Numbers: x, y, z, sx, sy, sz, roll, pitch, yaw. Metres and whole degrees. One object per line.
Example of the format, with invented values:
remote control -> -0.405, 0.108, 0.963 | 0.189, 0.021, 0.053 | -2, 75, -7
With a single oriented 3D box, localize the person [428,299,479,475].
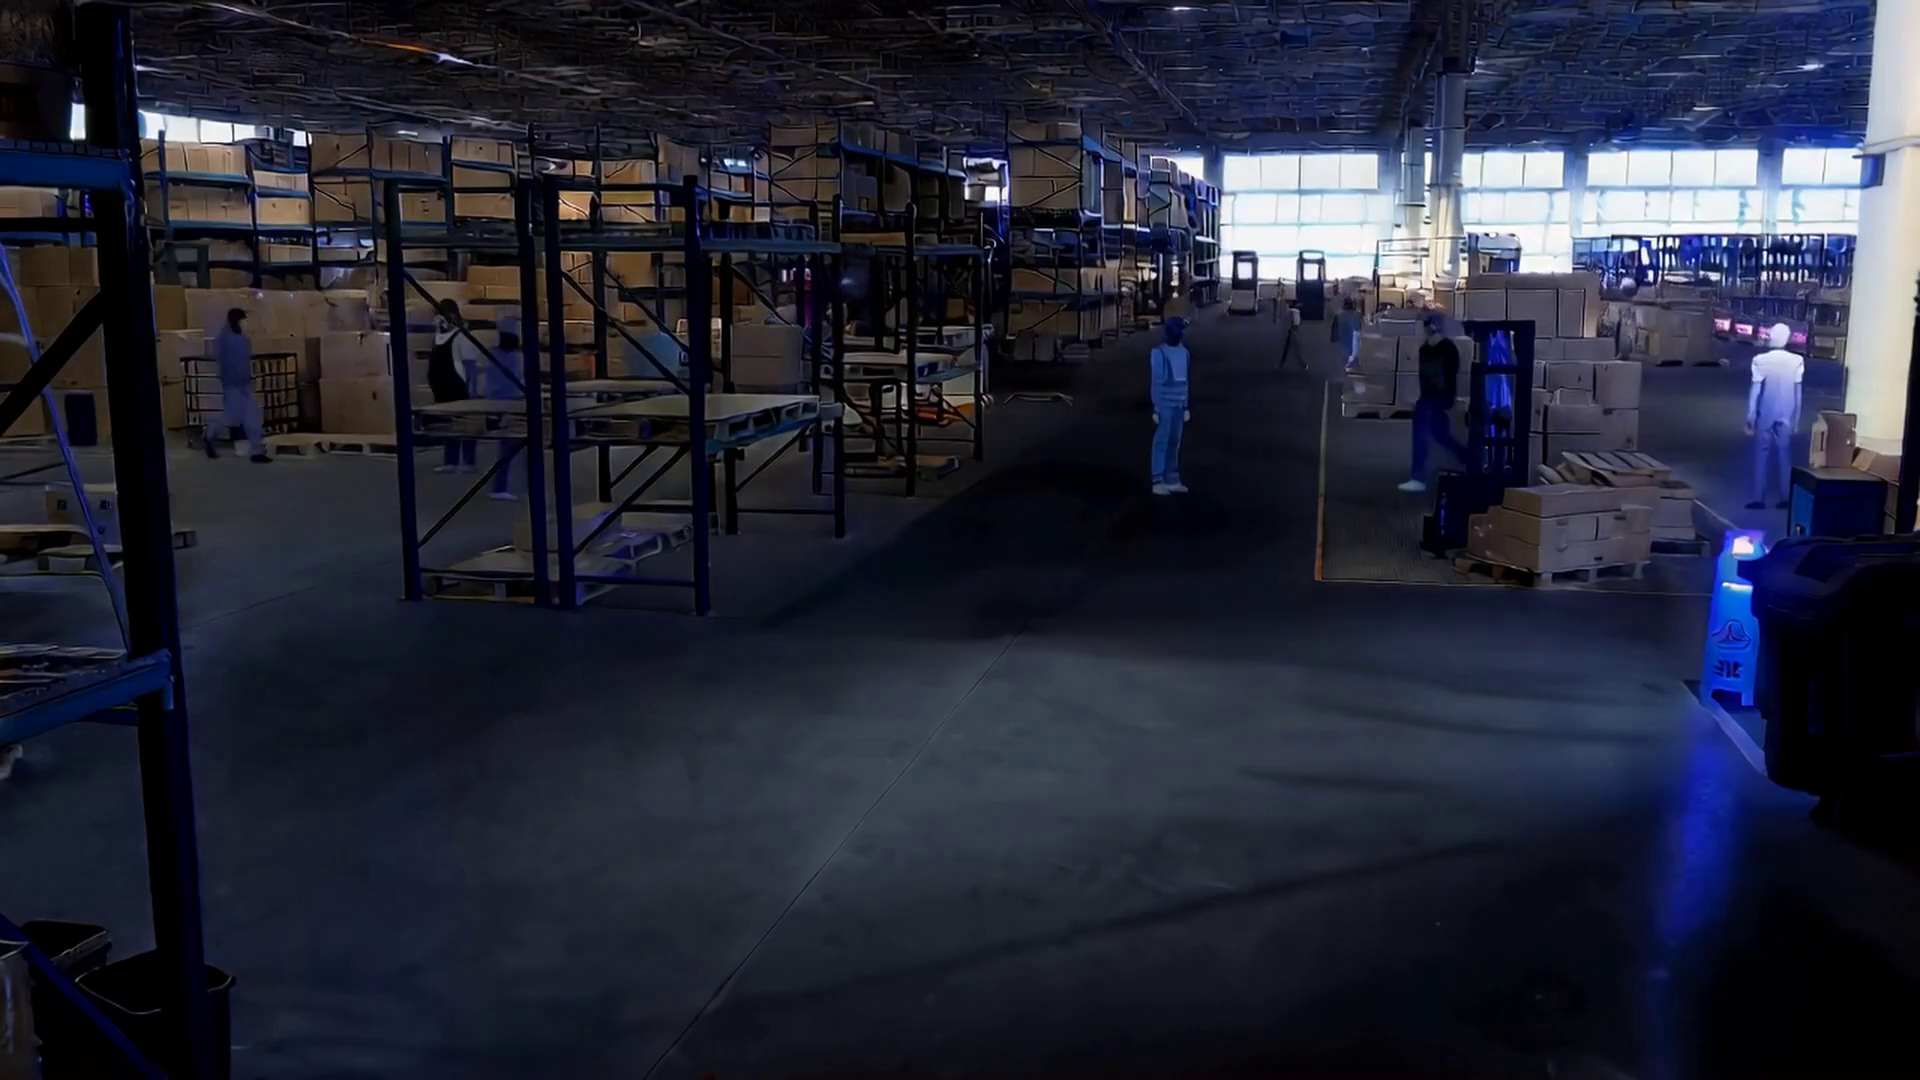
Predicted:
person -> -5.832, -1.764, 19.132 | 0.706, 2.000, 0.535 | 9, 13, 42

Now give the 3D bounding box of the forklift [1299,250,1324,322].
forklift -> 13.778, -10.002, 65.433 | 1.129, 2.768, 1.873 | 2, 10, 12

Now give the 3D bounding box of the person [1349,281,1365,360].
person -> 9.726, -5.379, 40.844 | 0.357, 1.938, 0.543 | 2, 10, 14

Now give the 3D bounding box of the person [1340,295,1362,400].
person -> 7.012, -3.383, 29.278 | 0.722, 1.847, 0.565 | -3, 10, -18

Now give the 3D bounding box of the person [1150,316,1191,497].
person -> 2.219, -1.402, 17.461 | 0.356, 1.883, 0.573 | 9, 13, 43

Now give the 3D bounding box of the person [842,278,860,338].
person -> -2.814, -5.532, 41.576 | 0.619, 1.997, 0.373 | -3, 10, -16

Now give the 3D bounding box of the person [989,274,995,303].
person -> 1.825, -14.404, 94.143 | 0.608, 1.986, 0.391 | 1, 10, 9

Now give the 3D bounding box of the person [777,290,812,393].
person -> -2.969, -3.537, 30.005 | 0.644, 1.918, 0.421 | 2, 10, 11

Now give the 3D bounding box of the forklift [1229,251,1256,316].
forklift -> 12.249, -11.082, 71.829 | 1.129, 2.768, 1.873 | 2, 10, 12

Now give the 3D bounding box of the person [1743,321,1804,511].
person -> 7.991, -1.208, 16.350 | 0.535, 1.868, 0.309 | 1, 10, 4

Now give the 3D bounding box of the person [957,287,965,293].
person -> -0.017, -8.722, 60.928 | 0.633, 1.841, 0.429 | 4, 11, 24

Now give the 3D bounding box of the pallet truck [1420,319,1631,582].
pallet truck -> 4.543, -0.757, 13.299 | 0.823, 1.965, 1.885 | -4, 10, -22

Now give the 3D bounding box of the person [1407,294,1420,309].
person -> 11.197, -5.308, 41.407 | 0.633, 1.607, 0.499 | 9, 13, 43

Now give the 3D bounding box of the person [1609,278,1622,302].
person -> 25.999, -9.515, 65.977 | 0.922, 1.720, 0.540 | 1, 10, 4

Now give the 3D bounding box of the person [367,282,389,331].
person -> -14.585, -5.529, 41.822 | 0.588, 1.911, 0.401 | -5, 11, -27

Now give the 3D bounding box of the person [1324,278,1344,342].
person -> 11.219, -6.896, 49.888 | 0.579, 1.912, 0.750 | 3, 10, 15

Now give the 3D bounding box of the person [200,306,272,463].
person -> -8.833, -1.878, 20.201 | 0.844, 1.920, 0.632 | 3, 10, 16

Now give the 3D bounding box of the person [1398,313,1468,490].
person -> 5.162, -1.472, 17.810 | 0.847, 1.912, 0.636 | -3, 10, -17

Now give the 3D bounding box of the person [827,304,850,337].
person -> -2.962, -5.187, 40.441 | 0.569, 1.698, 0.446 | -4, 10, -22

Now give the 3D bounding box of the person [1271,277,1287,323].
person -> 12.351, -9.248, 64.185 | 0.592, 1.786, 0.764 | -1, 10, -9

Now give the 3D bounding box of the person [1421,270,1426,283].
person -> 22.173, -12.050, 80.275 | 0.953, 1.965, 0.601 | 1, 10, 5

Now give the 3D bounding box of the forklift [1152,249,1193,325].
forklift -> 7.646, -9.320, 61.395 | 1.873, 2.768, 1.129 | 2, 10, 11

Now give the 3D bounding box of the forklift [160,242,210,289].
forklift -> -16.064, -4.809, 34.686 | 1.129, 2.768, 1.873 | 2, 10, 12

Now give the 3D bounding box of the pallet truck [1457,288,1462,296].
pallet truck -> 20.506, -9.785, 68.819 | 0.653, 1.274, 1.630 | 2, 10, 12

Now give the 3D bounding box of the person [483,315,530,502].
person -> -4.487, -1.321, 16.910 | 0.807, 1.897, 0.620 | 3, 10, 18

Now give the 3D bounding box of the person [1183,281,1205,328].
person -> 8.481, -8.526, 60.174 | 0.925, 1.705, 0.616 | -2, 10, -14

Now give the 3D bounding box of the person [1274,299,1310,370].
person -> 7.484, -4.597, 37.218 | 0.520, 1.596, 0.854 | -8, 12, -39

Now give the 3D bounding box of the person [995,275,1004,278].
person -> 2.191, -14.061, 92.330 | 0.558, 1.916, 0.733 | 0, 10, 2

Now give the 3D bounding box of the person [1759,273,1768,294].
person -> 38.816, -12.005, 80.422 | 0.468, 1.818, 0.613 | 1, 10, 8
